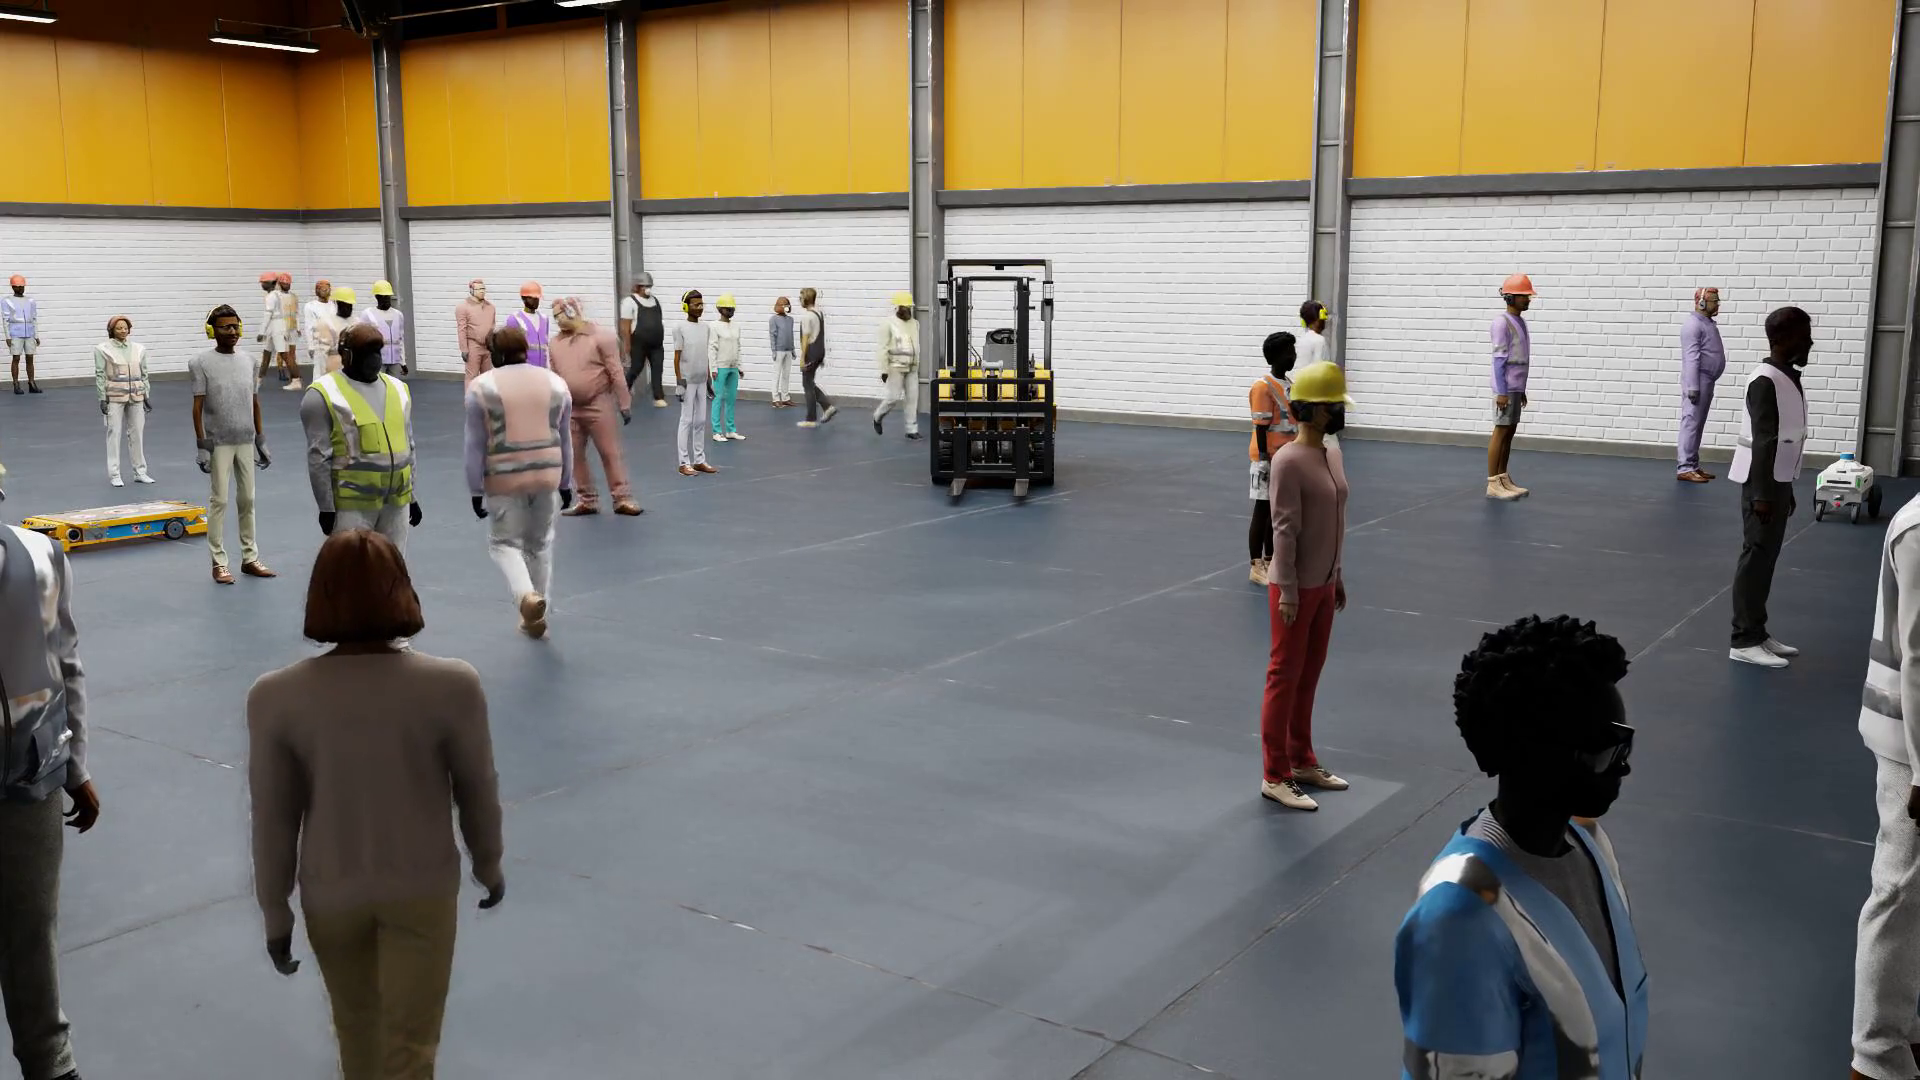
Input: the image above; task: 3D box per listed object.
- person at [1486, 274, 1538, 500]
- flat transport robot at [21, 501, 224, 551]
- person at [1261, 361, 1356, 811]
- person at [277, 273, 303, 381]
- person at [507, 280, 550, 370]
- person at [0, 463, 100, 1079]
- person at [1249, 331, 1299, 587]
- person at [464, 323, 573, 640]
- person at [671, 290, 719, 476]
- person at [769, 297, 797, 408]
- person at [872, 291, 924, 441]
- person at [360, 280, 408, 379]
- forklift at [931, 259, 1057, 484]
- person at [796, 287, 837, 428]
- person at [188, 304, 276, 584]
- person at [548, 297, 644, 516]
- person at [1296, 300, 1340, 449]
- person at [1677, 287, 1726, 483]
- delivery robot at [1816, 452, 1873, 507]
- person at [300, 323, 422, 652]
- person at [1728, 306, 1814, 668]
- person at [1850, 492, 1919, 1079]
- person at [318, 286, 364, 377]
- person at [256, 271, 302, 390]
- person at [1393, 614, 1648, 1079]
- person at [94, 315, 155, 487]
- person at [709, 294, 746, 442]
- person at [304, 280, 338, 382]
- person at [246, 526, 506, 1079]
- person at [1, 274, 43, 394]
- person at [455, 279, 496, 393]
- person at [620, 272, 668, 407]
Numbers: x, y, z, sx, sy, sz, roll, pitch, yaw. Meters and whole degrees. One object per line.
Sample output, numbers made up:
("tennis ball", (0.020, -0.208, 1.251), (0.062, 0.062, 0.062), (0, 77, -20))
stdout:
("person", (5.024, -1.391, 15.141), (0.370, 2.044, 0.608), (7, 12, 35))
("flat transport robot", (-6.530, -0.116, 12.817), (0.652, 0.197, 1.431), (7, 12, 35))
("person", (1.397, 0.174, 6.641), (0.306, 1.770, 0.525), (7, 12, 35))
("person", (-12.196, -3.858, 30.142), (0.351, 1.941, 0.545), (7, 12, 35))
("person", (-4.821, -1.948, 18.765), (0.351, 1.941, 0.545), (7, 12, 35))
("person", (-2.376, 0.582, 4.008), (0.404, 1.835, 0.590), (7, 12, 35))
("person", (2.112, -0.543, 11.119), (0.318, 1.698, 0.535), (7, 12, 35))
("person", (-2.447, -0.303, 9.353), (0.643, 1.823, 0.632), (-7, 12, -34))
("person", (-2.679, -1.587, 16.825), (0.328, 1.872, 0.513), (7, 12, 35))
("person", (-2.620, -2.780, 24.629), (0.286, 1.633, 0.500), (7, 12, 35))
("person", (-0.742, -2.098, 20.058), (0.599, 1.813, 0.699), (-9, 13, -42))
("person", (-6.993, -2.191, 20.251), (0.363, 1.928, 0.587), (7, 12, 35))
("forklift", (0.370, -1.738, 16.759), (1.214, 2.155, 2.313), (1, 10, 3))
("person", (-1.913, -2.359, 21.536), (0.447, 1.830, 0.520), (3, 10, 16))
("person", (-4.908, -0.646, 11.220), (0.328, 1.872, 0.513), (7, 12, 35))
("person", (-3.087, -1.104, 13.984), (0.805, 1.865, 0.436), (2, 10, 14))
("person", (3.053, -1.149, 14.377), (0.389, 1.820, 0.631), (-2, 10, -11))
("person", (7.289, -1.526, 16.350), (0.410, 1.909, 0.643), (7, 12, 35))
("delivery robot", (7.416, -0.492, 13.931), (0.477, 0.478, 0.707), (7, 12, 35))
("person", (-3.076, -0.204, 8.670), (0.429, 1.844, 0.627), (7, 12, 35))
("person", (4.370, -0.294, 8.972), (0.387, 1.922, 0.593), (7, 12, 35))
("person", (2.472, 0.528, 4.199), (0.355, 1.880, 0.576), (7, 12, 35))
("person", (-7.150, -1.987, 19.175), (0.917, 1.891, 0.596), (7, 12, 37))
("person", (-11.513, -3.471, 27.683), (1.030, 1.991, 0.614), (-3, 10, -16))
("person", (0.768, 0.937, 2.316), (0.318, 1.695, 0.535), (7, 12, 35))
("person", (-8.064, -1.341, 16.044), (0.307, 1.641, 0.514), (7, 12, 35))
("person", (-2.802, -2.066, 19.983), (0.306, 1.770, 0.525), (7, 12, 35))
("person", (-9.113, -2.780, 23.892), (0.352, 1.883, 0.576), (7, 12, 35))
("person", (-1.256, 0.763, 3.637), (0.496, 1.590, 0.866), (-1, 10, -5))
("person", (-15.265, -3.342, 27.072), (0.354, 1.939, 0.545), (7, 12, 35))
("person", (-6.651, -2.652, 23.058), (0.410, 1.909, 0.643), (7, 12, 35))
("person", (-4.735, -3.005, 24.759), (0.687, 2.000, 0.888), (-9, 13, -43))
